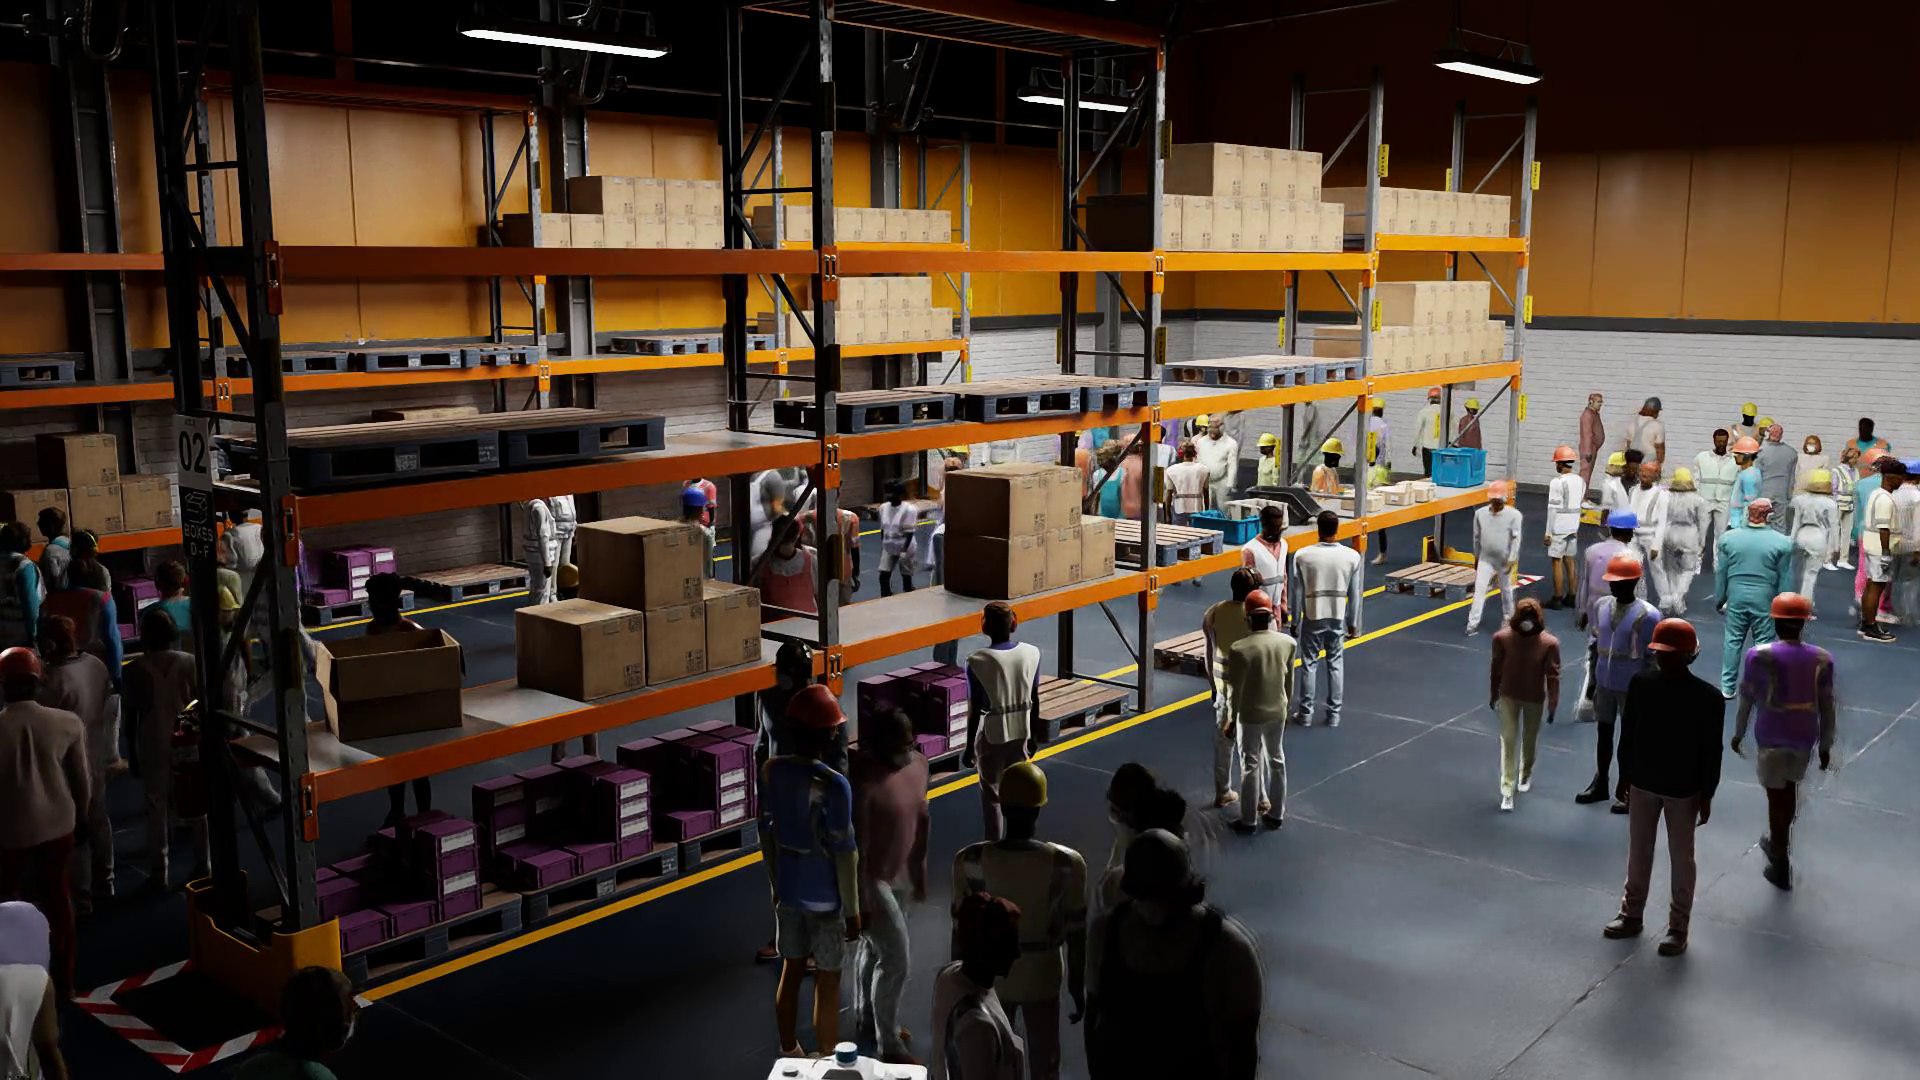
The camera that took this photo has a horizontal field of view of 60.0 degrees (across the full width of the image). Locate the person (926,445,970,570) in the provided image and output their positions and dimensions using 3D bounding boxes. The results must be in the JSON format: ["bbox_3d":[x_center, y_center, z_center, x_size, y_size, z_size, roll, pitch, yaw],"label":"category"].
[{"bbox_3d":[-0.028,-0.447,21.906,0.945,1.705,0.534,-4,10,-21],"label":"person"}]

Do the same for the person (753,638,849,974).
[{"bbox_3d":[-0.929,1.512,9.560,0.636,1.939,0.365,6,11,32],"label":"person"}]

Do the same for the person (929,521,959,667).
[{"bbox_3d":[-0.083,0.490,15.733,0.386,1.916,0.590,4,10,23],"label":"person"}]

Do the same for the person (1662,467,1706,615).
[{"bbox_3d":[8.262,0.026,19.089,0.508,1.714,0.631,7,12,38],"label":"person"}]

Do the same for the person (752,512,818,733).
[{"bbox_3d":[-1.422,0.775,13.660,0.683,2.000,0.538,-3,10,-15],"label":"person"}]

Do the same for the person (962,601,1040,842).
[{"bbox_3d":[0.285,1.321,10.986,0.567,1.841,0.375,-6,11,-31],"label":"person"}]

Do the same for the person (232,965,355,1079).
[{"bbox_3d":[-2.003,2.268,5.181,0.680,1.891,0.749,6,11,33],"label":"person"}]

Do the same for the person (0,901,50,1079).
[{"bbox_3d":[-3.592,2.069,6.280,0.588,1.924,0.648,0,10,2],"label":"person"}]

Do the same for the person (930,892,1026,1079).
[{"bbox_3d":[0.064,2.156,5.873,0.353,1.886,0.573,-2,10,-11],"label":"person"}]

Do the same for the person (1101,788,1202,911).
[{"bbox_3d":[0.934,1.957,6.892,0.718,1.936,0.634,-6,11,-30],"label":"person"}]

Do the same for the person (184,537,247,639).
[{"bbox_3d":[-6.667,0.771,14.917,0.526,1.618,0.375,0,10,-2],"label":"person"}]

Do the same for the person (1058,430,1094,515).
[{"bbox_3d":[1.669,-0.861,23.449,0.608,2.040,0.391,-6,11,-34],"label":"person"}]

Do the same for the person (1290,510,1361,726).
[{"bbox_3d":[3.195,0.693,14.560,0.595,1.908,0.400,0,10,-2],"label":"person"}]

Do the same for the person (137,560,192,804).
[{"bbox_3d":[-5.837,1.069,12.486,0.372,1.843,0.571,8,12,39],"label":"person"}]

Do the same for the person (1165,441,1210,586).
[{"bbox_3d":[2.847,-0.322,20.823,0.561,1.836,0.395,0,10,-2],"label":"person"}]

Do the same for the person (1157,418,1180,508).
[{"bbox_3d":[3.408,-1.489,27.507,0.361,1.930,0.588,6,11,33],"label":"person"}]

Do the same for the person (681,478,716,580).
[{"bbox_3d":[-3.212,-0.183,20.427,0.537,1.694,0.320,6,11,32],"label":"person"}]

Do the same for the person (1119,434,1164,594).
[{"bbox_3d":[2.216,-0.322,20.530,0.826,1.953,0.406,8,12,40],"label":"person"}]

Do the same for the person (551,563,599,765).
[{"bbox_3d":[-2.989,1.048,12.851,0.527,1.768,0.313,-2,10,-13],"label":"person"}]

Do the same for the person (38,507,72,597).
[{"bbox_3d":[-8.238,0.613,15.227,0.352,1.843,0.517,-1,10,-7],"label":"person"}]

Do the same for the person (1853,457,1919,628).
[{"bbox_3d":[10.370,0.041,18.415,0.805,1.922,0.605,-3,10,-17],"label":"person"}]

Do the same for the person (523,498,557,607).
[{"bbox_3d":[-4.417,0.203,17.547,0.356,1.882,0.574,-5,11,-27],"label":"person"}]

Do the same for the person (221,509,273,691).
[{"bbox_3d":[-6.771,0.480,15.759,0.382,1.928,0.546,4,10,24],"label":"person"}]

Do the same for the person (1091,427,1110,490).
[{"bbox_3d":[2.427,-1.668,29.098,0.342,1.748,0.572,-2,10,-13],"label":"person"}]

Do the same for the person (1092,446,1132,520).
[{"bbox_3d":[1.866,-0.256,20.520,0.544,1.807,0.580,7,12,35],"label":"person"}]

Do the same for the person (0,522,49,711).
[{"bbox_3d":[-8.185,0.751,14.455,0.632,1.830,0.478,5,11,29],"label":"person"}]

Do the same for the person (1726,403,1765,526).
[{"bbox_3d":[12.070,-1.159,25.579,0.593,1.918,0.399,1,10,5],"label":"person"}]

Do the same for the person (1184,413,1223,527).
[{"bbox_3d":[3.703,-1.174,25.338,0.615,2.030,0.408,4,10,23],"label":"person"}]

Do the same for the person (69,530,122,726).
[{"bbox_3d":[-7.298,0.811,14.055,0.625,1.846,0.460,6,11,32],"label":"person"}]

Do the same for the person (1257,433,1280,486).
[{"bbox_3d":[4.161,-0.568,22.523,0.334,1.760,0.525,-3,10,-17],"label":"person"}]

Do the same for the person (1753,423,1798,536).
[{"bbox_3d":[10.882,-0.618,22.370,0.638,1.910,0.407,-1,10,-7],"label":"person"}]

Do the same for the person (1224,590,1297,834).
[{"bbox_3d":[2.123,1.220,11.872,0.562,1.746,0.339,-4,10,-24],"label":"person"}]

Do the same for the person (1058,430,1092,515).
[{"bbox_3d":[1.498,-0.582,22.097,0.364,1.927,0.587,9,13,44],"label":"person"}]

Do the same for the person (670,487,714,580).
[{"bbox_3d":[-2.630,0.439,16.026,0.602,1.907,0.792,5,11,29],"label":"person"}]

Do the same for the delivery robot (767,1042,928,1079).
[{"bbox_3d":[-0.511,2.504,7.481,0.707,0.478,0.477,1,10,7],"label":"delivery robot"}]

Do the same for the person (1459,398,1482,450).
[{"bbox_3d":[8.688,-1.541,28.334,0.533,1.764,0.337,-8,12,-39],"label":"person"}]

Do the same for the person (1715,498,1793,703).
[{"bbox_3d":[7.330,0.557,15.364,0.652,1.906,0.402,8,12,38],"label":"person"}]

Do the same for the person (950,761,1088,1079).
[{"bbox_3d":[0.257,1.905,7.248,0.596,1.925,0.372,0,10,2],"label":"person"}]

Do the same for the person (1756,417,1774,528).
[{"bbox_3d":[12.107,-0.979,25.038,0.322,1.738,0.484,7,12,37],"label":"person"}]

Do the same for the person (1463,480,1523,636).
[{"bbox_3d":[5.883,0.176,18.257,0.562,1.705,0.915,6,11,34],"label":"person"}]

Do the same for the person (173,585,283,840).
[{"bbox_3d":[-5.260,1.201,11.872,0.611,1.782,0.929,7,12,34],"label":"person"}]

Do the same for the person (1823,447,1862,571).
[{"bbox_3d":[11.670,-0.410,21.962,0.519,1.633,0.314,-3,10,-19],"label":"person"}]

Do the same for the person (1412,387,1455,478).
[{"bbox_3d":[7.960,-1.599,28.033,0.651,1.965,0.654,-1,10,-4],"label":"person"}]
